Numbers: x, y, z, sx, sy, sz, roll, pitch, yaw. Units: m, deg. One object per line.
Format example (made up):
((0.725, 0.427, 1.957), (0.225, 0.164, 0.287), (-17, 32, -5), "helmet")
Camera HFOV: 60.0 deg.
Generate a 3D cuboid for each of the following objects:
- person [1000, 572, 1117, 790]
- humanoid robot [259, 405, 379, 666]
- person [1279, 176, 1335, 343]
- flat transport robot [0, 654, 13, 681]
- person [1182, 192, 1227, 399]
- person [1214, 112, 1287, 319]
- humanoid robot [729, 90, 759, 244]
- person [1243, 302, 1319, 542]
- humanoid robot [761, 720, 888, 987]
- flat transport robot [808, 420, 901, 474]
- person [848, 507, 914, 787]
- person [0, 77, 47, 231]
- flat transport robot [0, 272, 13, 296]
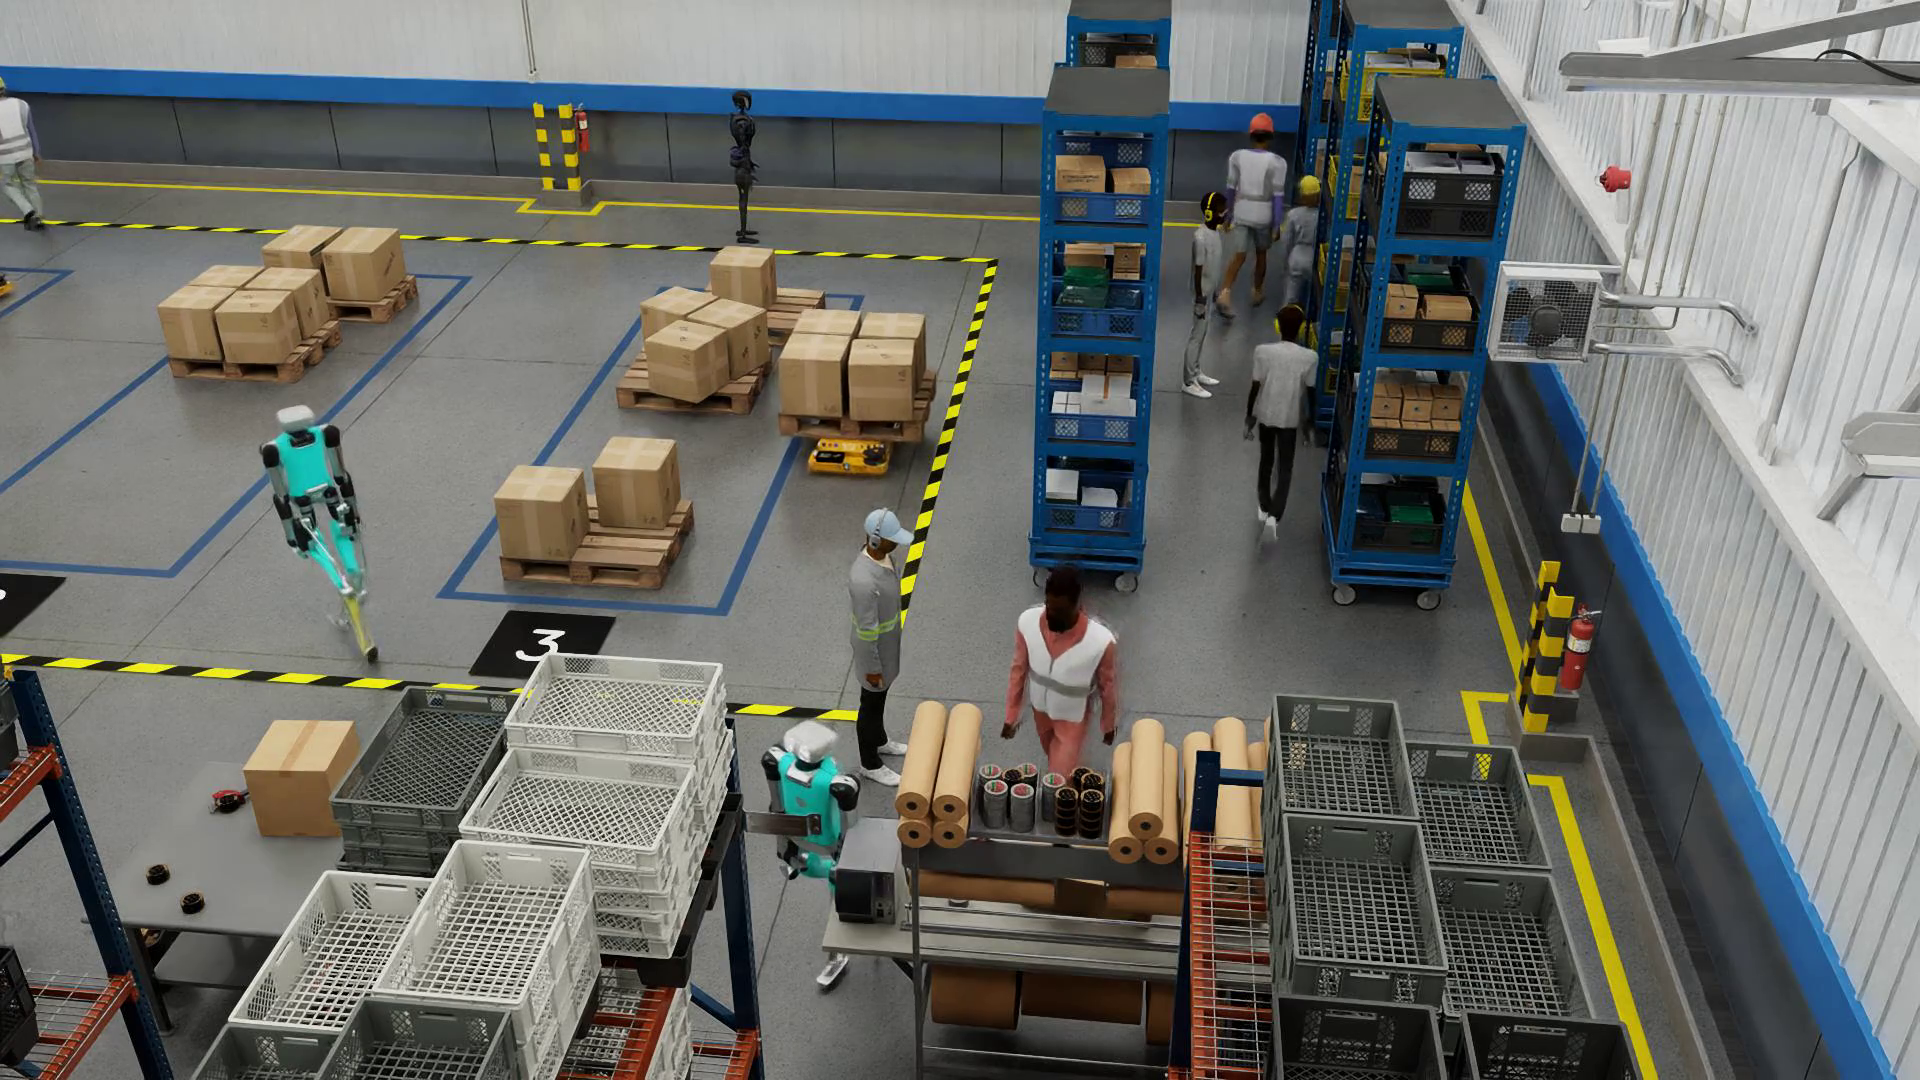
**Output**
((0.520, 1.016, 9.338), (0.584, 1.867, 0.983), (19, 35, 29), "person")
((-4.176, 0.025, 11.223), (0.532, 1.778, 1.015), (-25, 38, -36), "humanoid robot")
((3.355, -2.650, 15.809), (0.562, 1.691, 0.702), (12, 32, 19), "person")
((-7.142, 0.969, 11.010), (1.431, 0.231, 0.659), (3, 30, 6), "flat transport robot")
((2.205, -2.201, 14.861), (0.328, 1.873, 0.517), (11, 32, 18), "person")
((2.863, -3.174, 16.411), (0.615, 2.006, 0.908), (14, 33, 23), "person")
((-2.377, -4.135, 18.364), (0.315, 1.655, 0.599), (-2, 30, -4), "humanoid robot")
((2.412, -0.861, 12.605), (0.539, 1.835, 0.745), (10, 32, 17), "person")
((-0.600, 1.615, 8.552), (0.544, 1.897, 0.762), (16, 34, 26), "humanoid robot")
((-0.862, -0.996, 14.357), (0.652, 0.197, 1.431), (3, 30, 6), "flat transport robot")
((-0.462, 0.626, 10.030), (0.393, 1.848, 0.586), (5, 31, 8), "person")
((-10.570, -4.309, 18.532), (0.431, 1.815, 0.615), (20, 36, 31), "person")
((-10.614, -2.582, 17.081), (1.431, 0.197, 0.652), (3, 30, 6), "flat transport robot")
